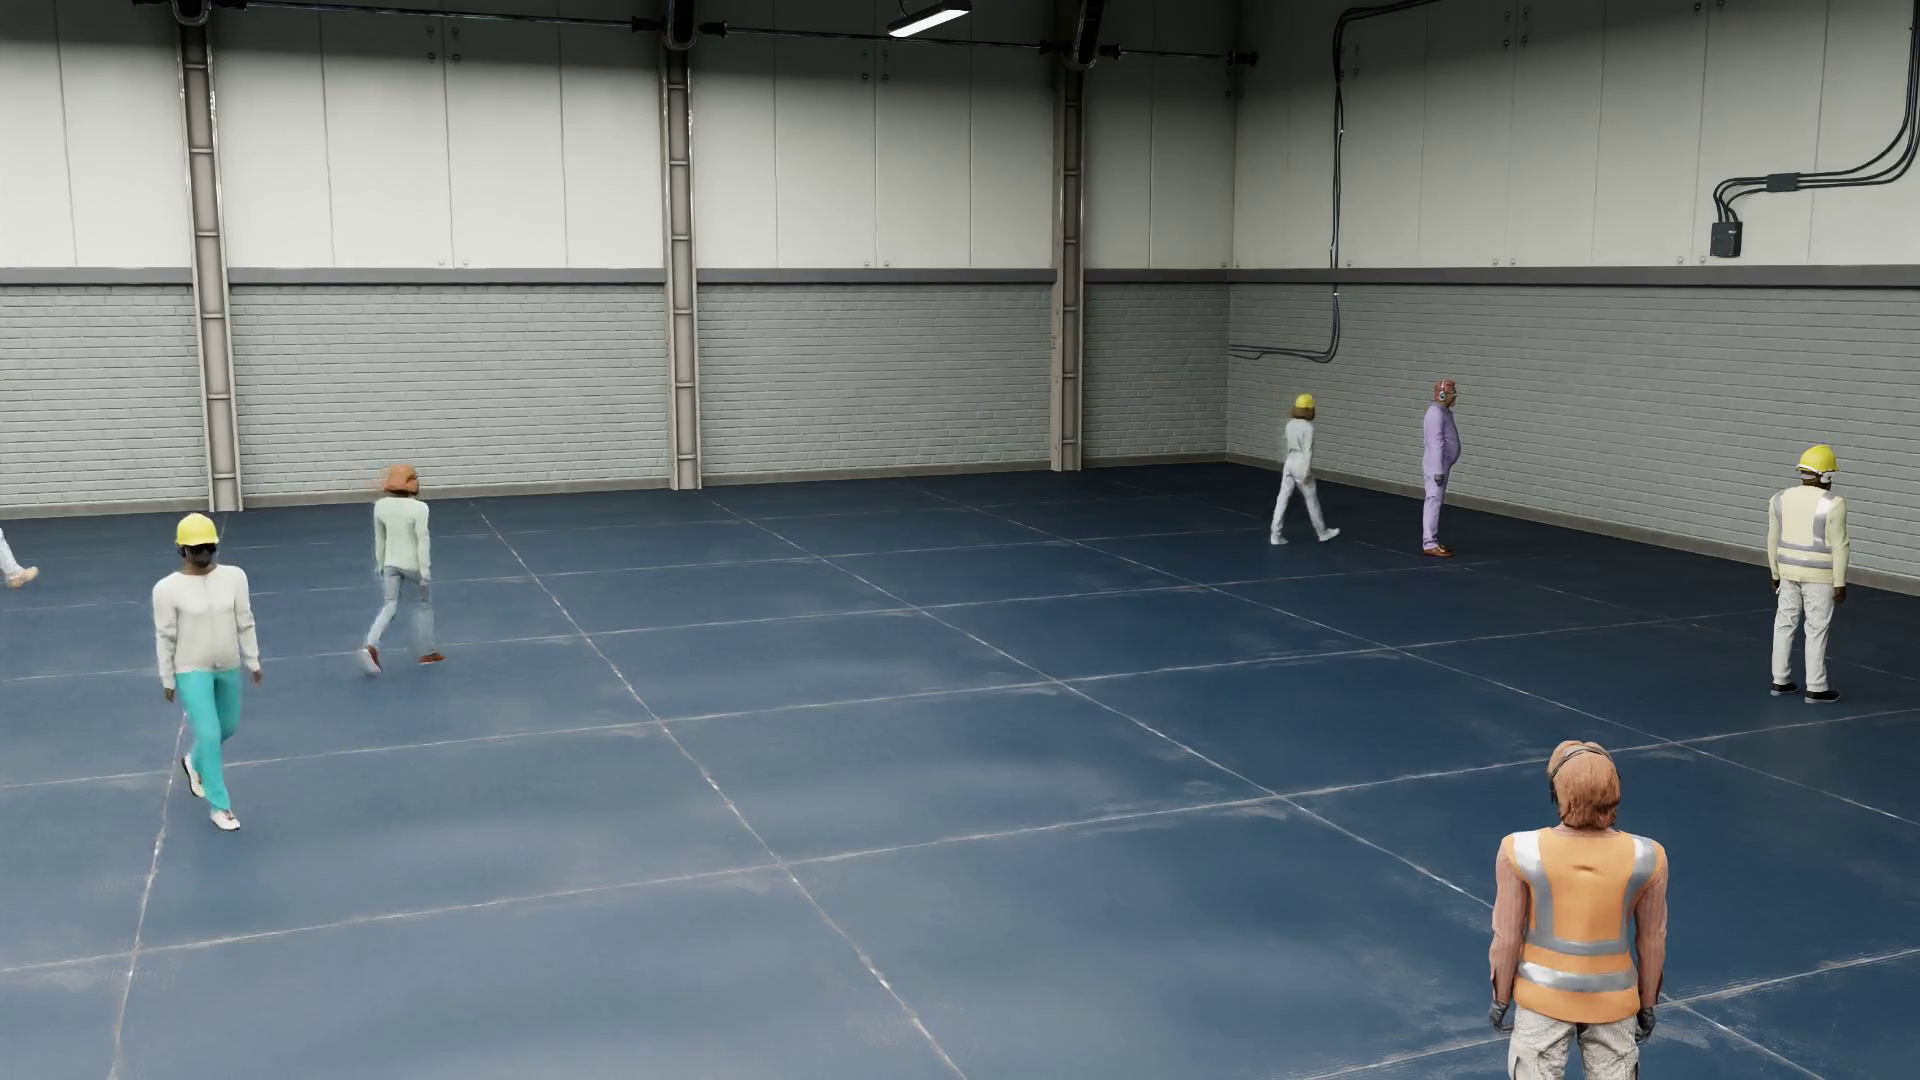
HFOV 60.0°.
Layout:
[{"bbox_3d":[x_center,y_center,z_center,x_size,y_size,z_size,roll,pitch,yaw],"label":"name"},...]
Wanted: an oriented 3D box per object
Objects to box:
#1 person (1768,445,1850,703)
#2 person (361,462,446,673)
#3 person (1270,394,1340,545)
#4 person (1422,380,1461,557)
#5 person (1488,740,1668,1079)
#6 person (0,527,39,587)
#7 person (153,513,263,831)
[{"bbox_3d":[6.057,0.240,11.857,0.403,1.835,0.588,-5,10,-29],"label":"person"},{"bbox_3d":[-4.305,0.215,12.755,0.504,1.615,0.743,3,10,19],"label":"person"},{"bbox_3d":[3.877,-0.796,18.768,0.907,1.690,0.506,-5,10,-28],"label":"person"},{"bbox_3d":[5.218,-0.781,18.039,0.402,1.911,0.639,3,10,18],"label":"person"},{"bbox_3d":[1.869,1.417,5.063,0.514,1.645,0.309,1,9,7],"label":"person"},{"bbox_3d":[-9.393,-0.385,15.881,0.641,1.790,0.943,4,10,23],"label":"person"},{"bbox_3d":[-4.233,0.694,9.282,0.762,1.742,0.521,7,11,38],"label":"person"}]
